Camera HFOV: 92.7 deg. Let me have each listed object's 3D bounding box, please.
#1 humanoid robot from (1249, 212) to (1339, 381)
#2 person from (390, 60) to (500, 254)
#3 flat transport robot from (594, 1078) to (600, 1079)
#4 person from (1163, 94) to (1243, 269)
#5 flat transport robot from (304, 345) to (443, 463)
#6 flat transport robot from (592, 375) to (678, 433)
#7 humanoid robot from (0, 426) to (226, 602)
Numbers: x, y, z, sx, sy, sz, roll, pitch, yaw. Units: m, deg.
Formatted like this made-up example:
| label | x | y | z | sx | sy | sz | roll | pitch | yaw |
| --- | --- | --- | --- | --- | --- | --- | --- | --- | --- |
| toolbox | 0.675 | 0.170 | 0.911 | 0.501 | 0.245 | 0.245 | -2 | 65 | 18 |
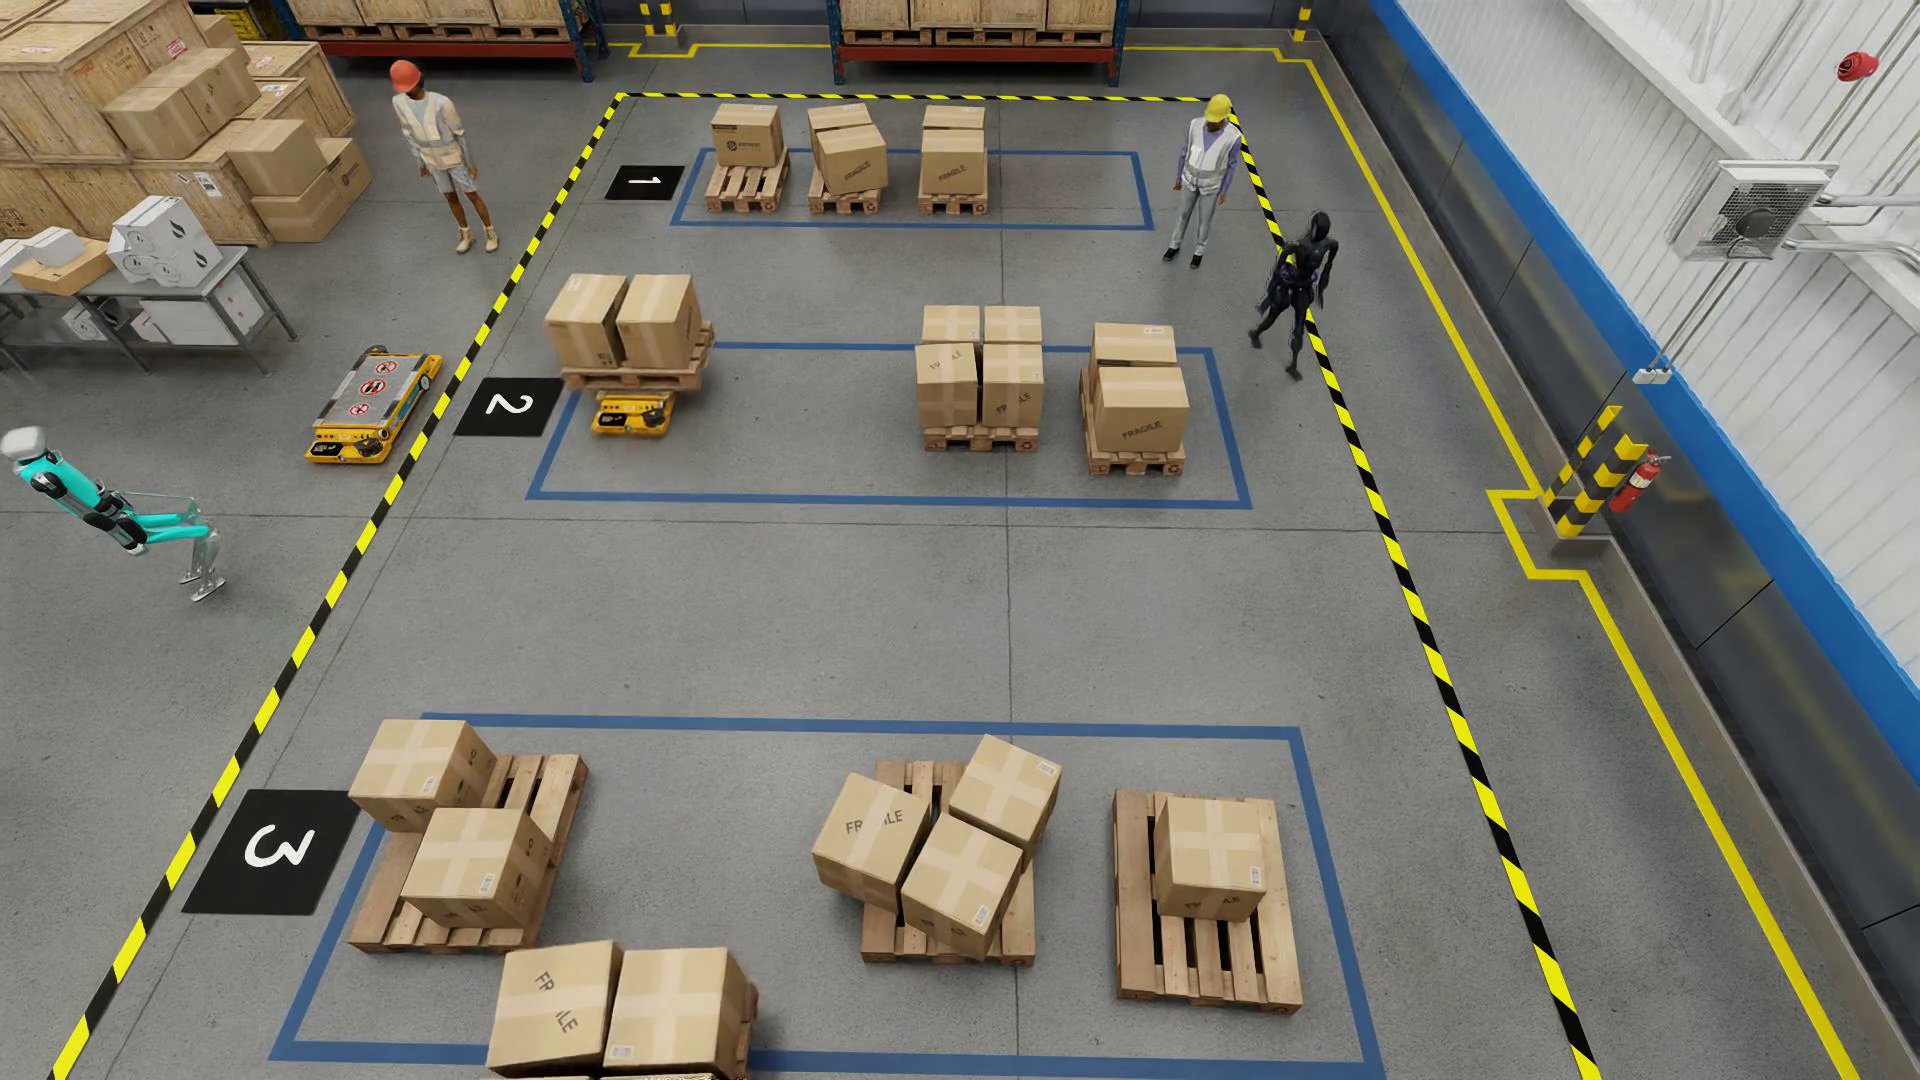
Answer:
| label | x | y | z | sx | sy | sz | roll | pitch | yaw |
| --- | --- | --- | --- | --- | --- | --- | --- | --- | --- |
| humanoid robot | 3.088 | -2.313 | 8.442 | 0.612 | 1.612 | 0.809 | -7 | 50 | -6 |
| person | -5.375 | -3.949 | 9.554 | 0.604 | 2.035 | 0.386 | -1 | 50 | 0 |
| flat transport robot | -1.699 | 2.963 | 4.842 | 0.652 | 0.197 | 1.431 | -2 | 50 | -1 |
| person | 2.500 | -3.692 | 9.473 | 0.587 | 1.823 | 0.403 | 24 | 54 | 19 |
| flat transport robot | -5.383 | -1.269 | 8.441 | 0.659 | 0.231 | 1.431 | 1 | 50 | 1 |
| flat transport robot | -2.975 | -1.569 | 8.676 | 0.652 | 0.197 | 1.431 | 1 | 50 | 1 |
| humanoid robot | -5.798 | -0.232 | 6.513 | 0.735 | 1.677 | 0.533 | -36 | 58 | -26 |
